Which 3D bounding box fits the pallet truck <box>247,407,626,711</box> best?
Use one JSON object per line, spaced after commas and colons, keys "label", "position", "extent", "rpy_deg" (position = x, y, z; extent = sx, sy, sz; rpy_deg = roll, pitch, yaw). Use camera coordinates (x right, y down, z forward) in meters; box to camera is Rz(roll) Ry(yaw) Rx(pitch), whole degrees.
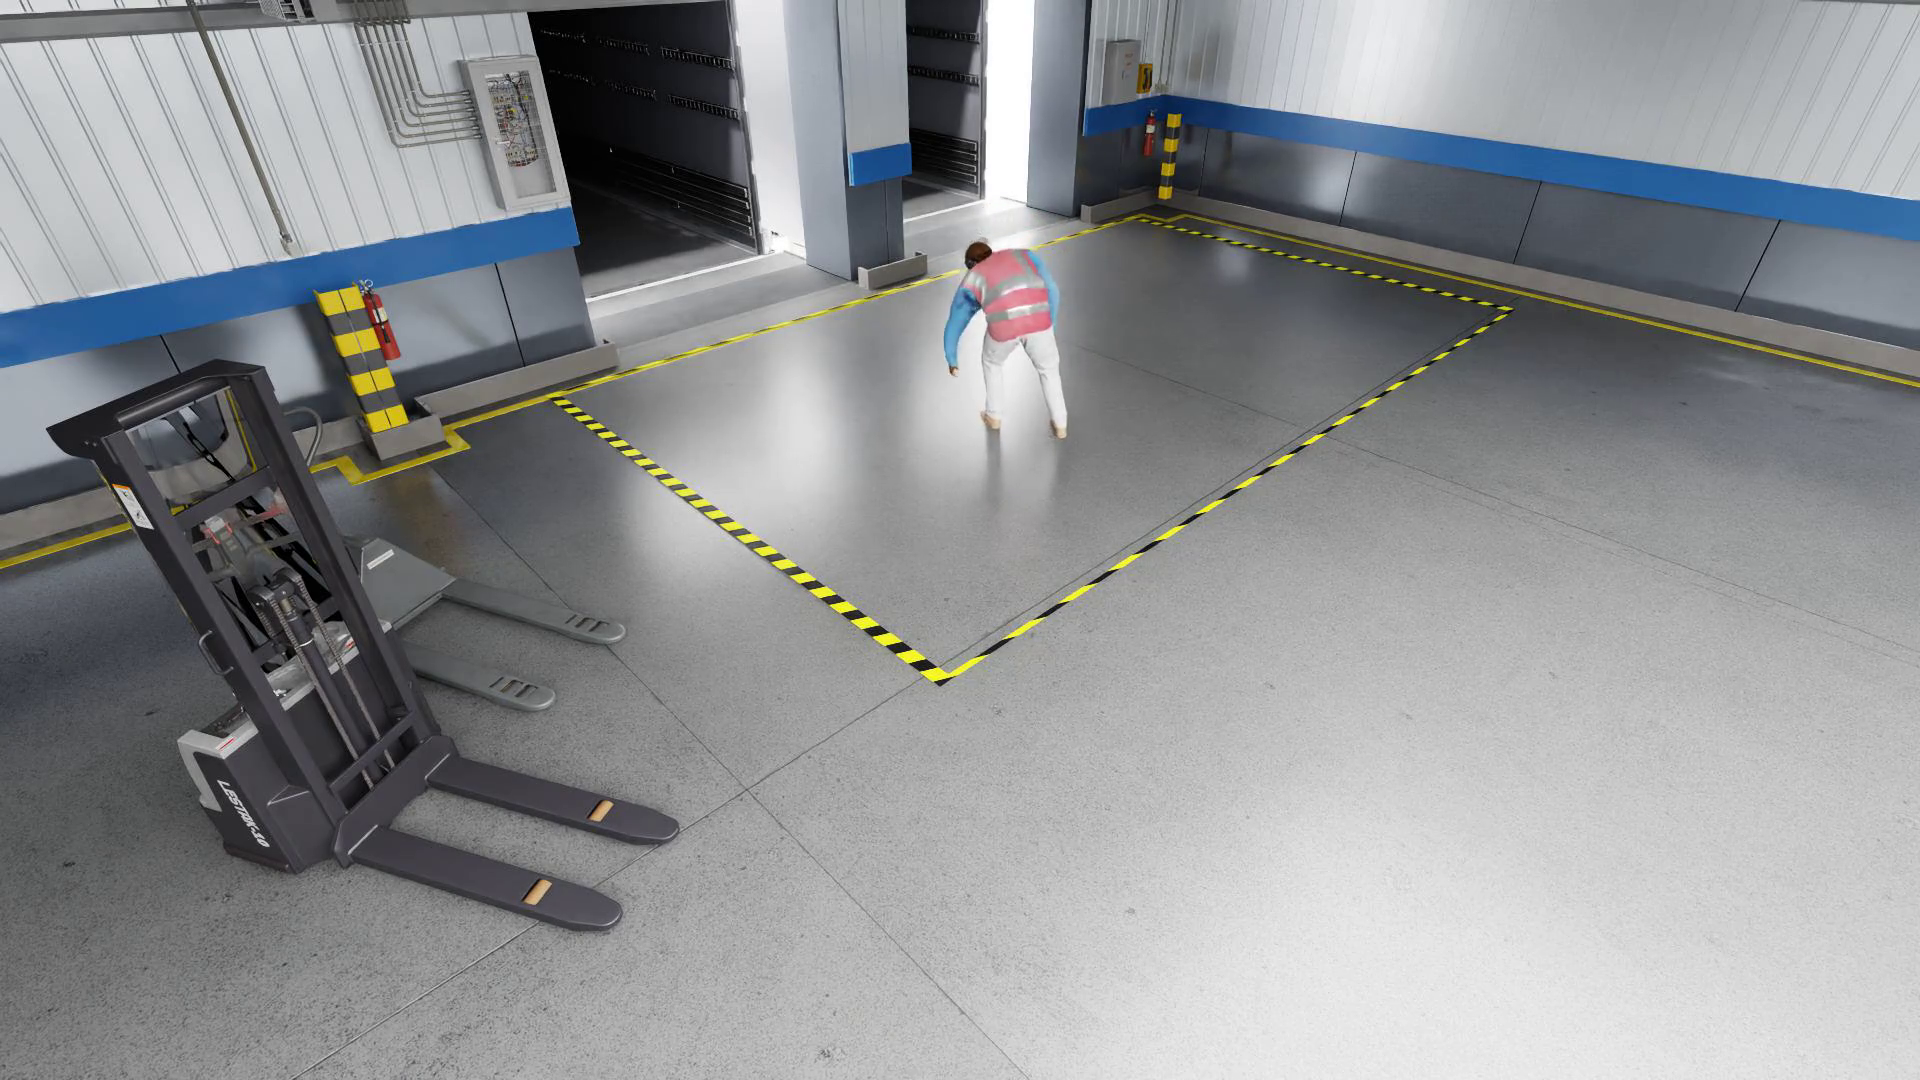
{"label": "pallet truck", "position": [-2.628, 0.038, 4.590], "extent": [1.601, 1.201, 0.680], "rpy_deg": [12, 36, 18]}

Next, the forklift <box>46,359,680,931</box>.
{"label": "forklift", "position": [-2.135, 0.422, 3.354], "extent": [1.885, 1.965, 0.823], "rpy_deg": [10, 35, 14]}

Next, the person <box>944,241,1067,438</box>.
{"label": "person", "position": [0.347, -1.473, 6.772], "extent": [0.932, 1.323, 0.854], "rpy_deg": [1, 34, 2]}
